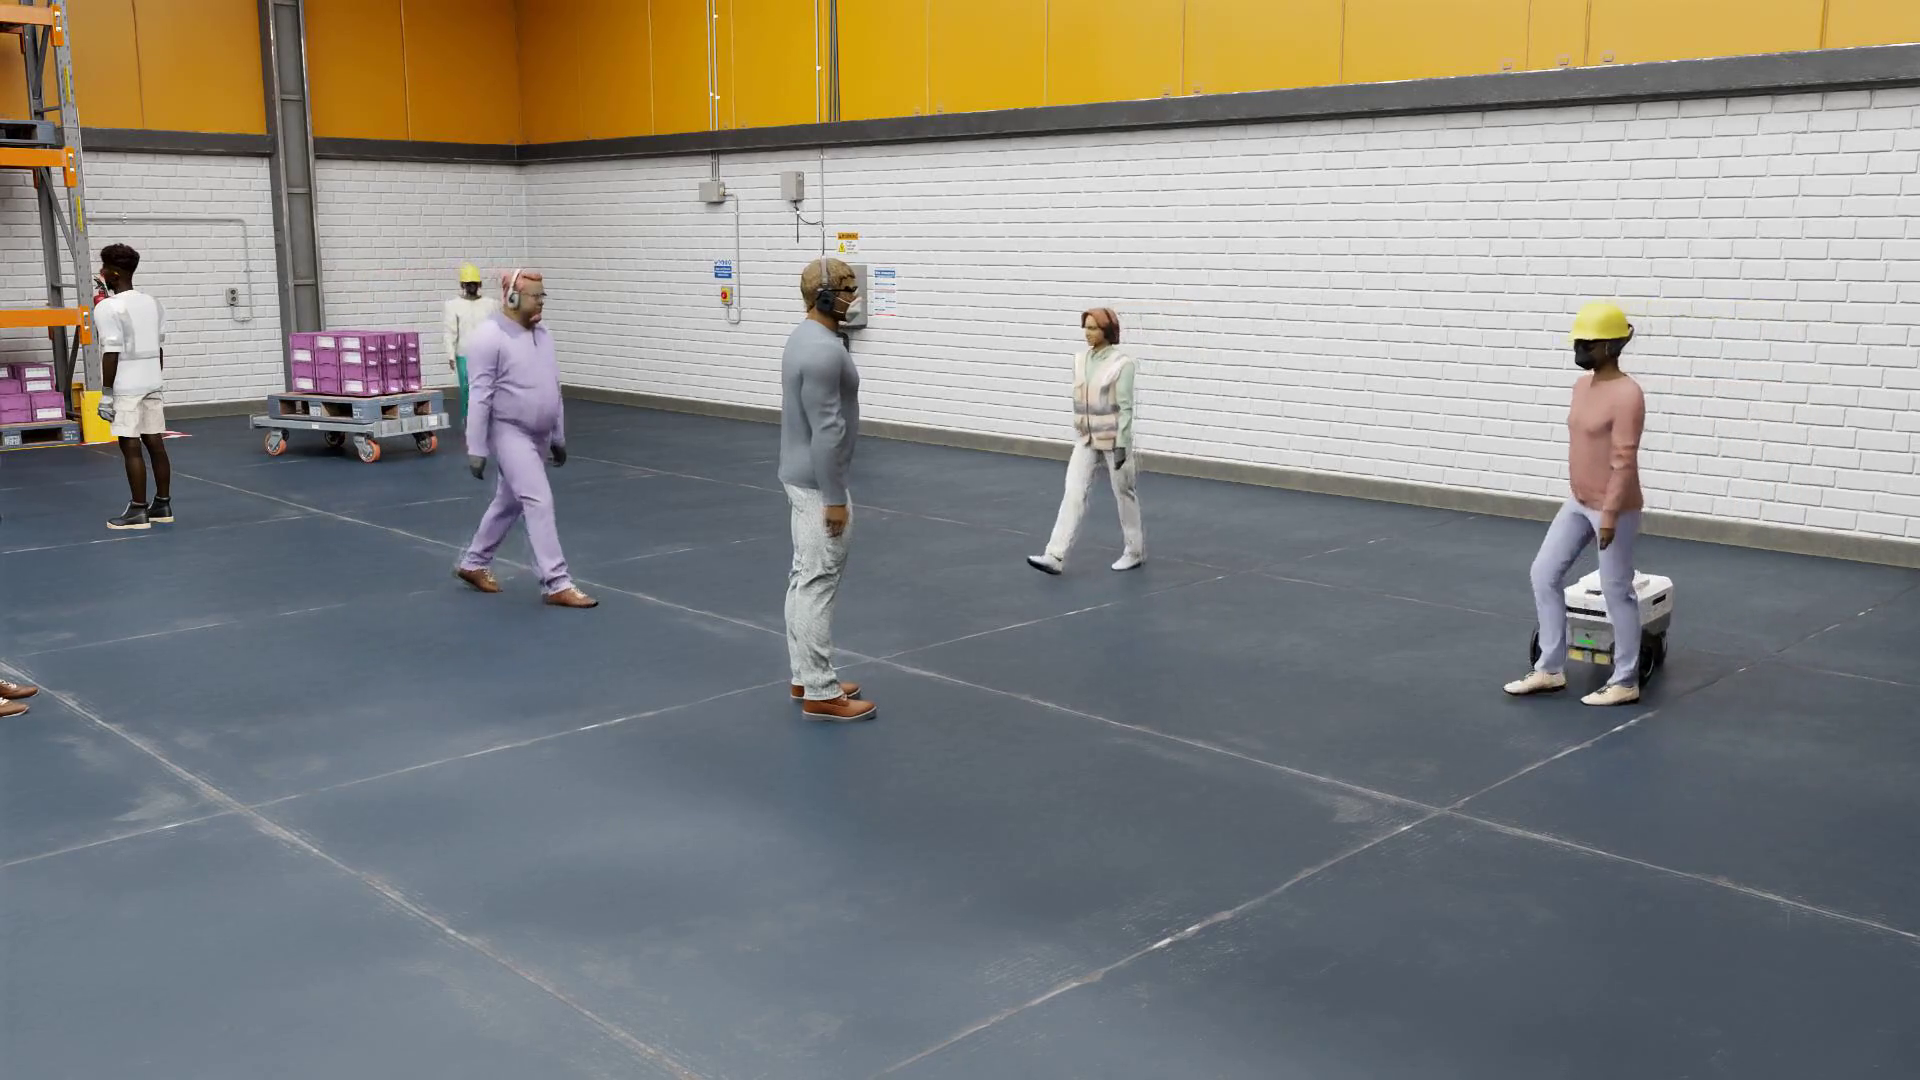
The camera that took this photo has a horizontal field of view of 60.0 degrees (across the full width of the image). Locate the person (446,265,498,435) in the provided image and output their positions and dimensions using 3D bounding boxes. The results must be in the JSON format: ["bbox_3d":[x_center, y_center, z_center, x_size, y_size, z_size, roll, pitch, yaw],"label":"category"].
[{"bbox_3d":[-4.789,-1.834,16.423,0.545,1.720,0.902,-5,11,-25],"label":"person"}]

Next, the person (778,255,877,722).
[{"bbox_3d":[-0.574,-0.216,7.001,0.379,1.940,0.629,-2,11,-11],"label":"person"}]

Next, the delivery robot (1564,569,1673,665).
[{"bbox_3d":[3.023,0.302,7.696,0.477,0.478,0.707,9,13,40],"label":"delivery robot"}]

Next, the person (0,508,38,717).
[{"bbox_3d":[-4.172,-0.185,7.036,0.315,1.864,0.526,-4,11,-20],"label":"person"}]

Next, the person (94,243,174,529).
[{"bbox_3d":[-5.736,-1.058,11.517,0.367,1.967,0.607,2,11,10],"label":"person"}]

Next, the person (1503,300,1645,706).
[{"bbox_3d":[2.648,-0.137,7.088,0.676,1.742,0.546,-1,10,-8],"label":"person"}]

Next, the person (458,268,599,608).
[{"bbox_3d":[-2.456,-0.572,9.199,0.995,1.857,0.650,4,11,19],"label":"person"}]

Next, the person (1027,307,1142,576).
[{"bbox_3d":[0.800,-0.571,9.843,0.871,1.589,0.540,-9,14,-41],"label":"person"}]
